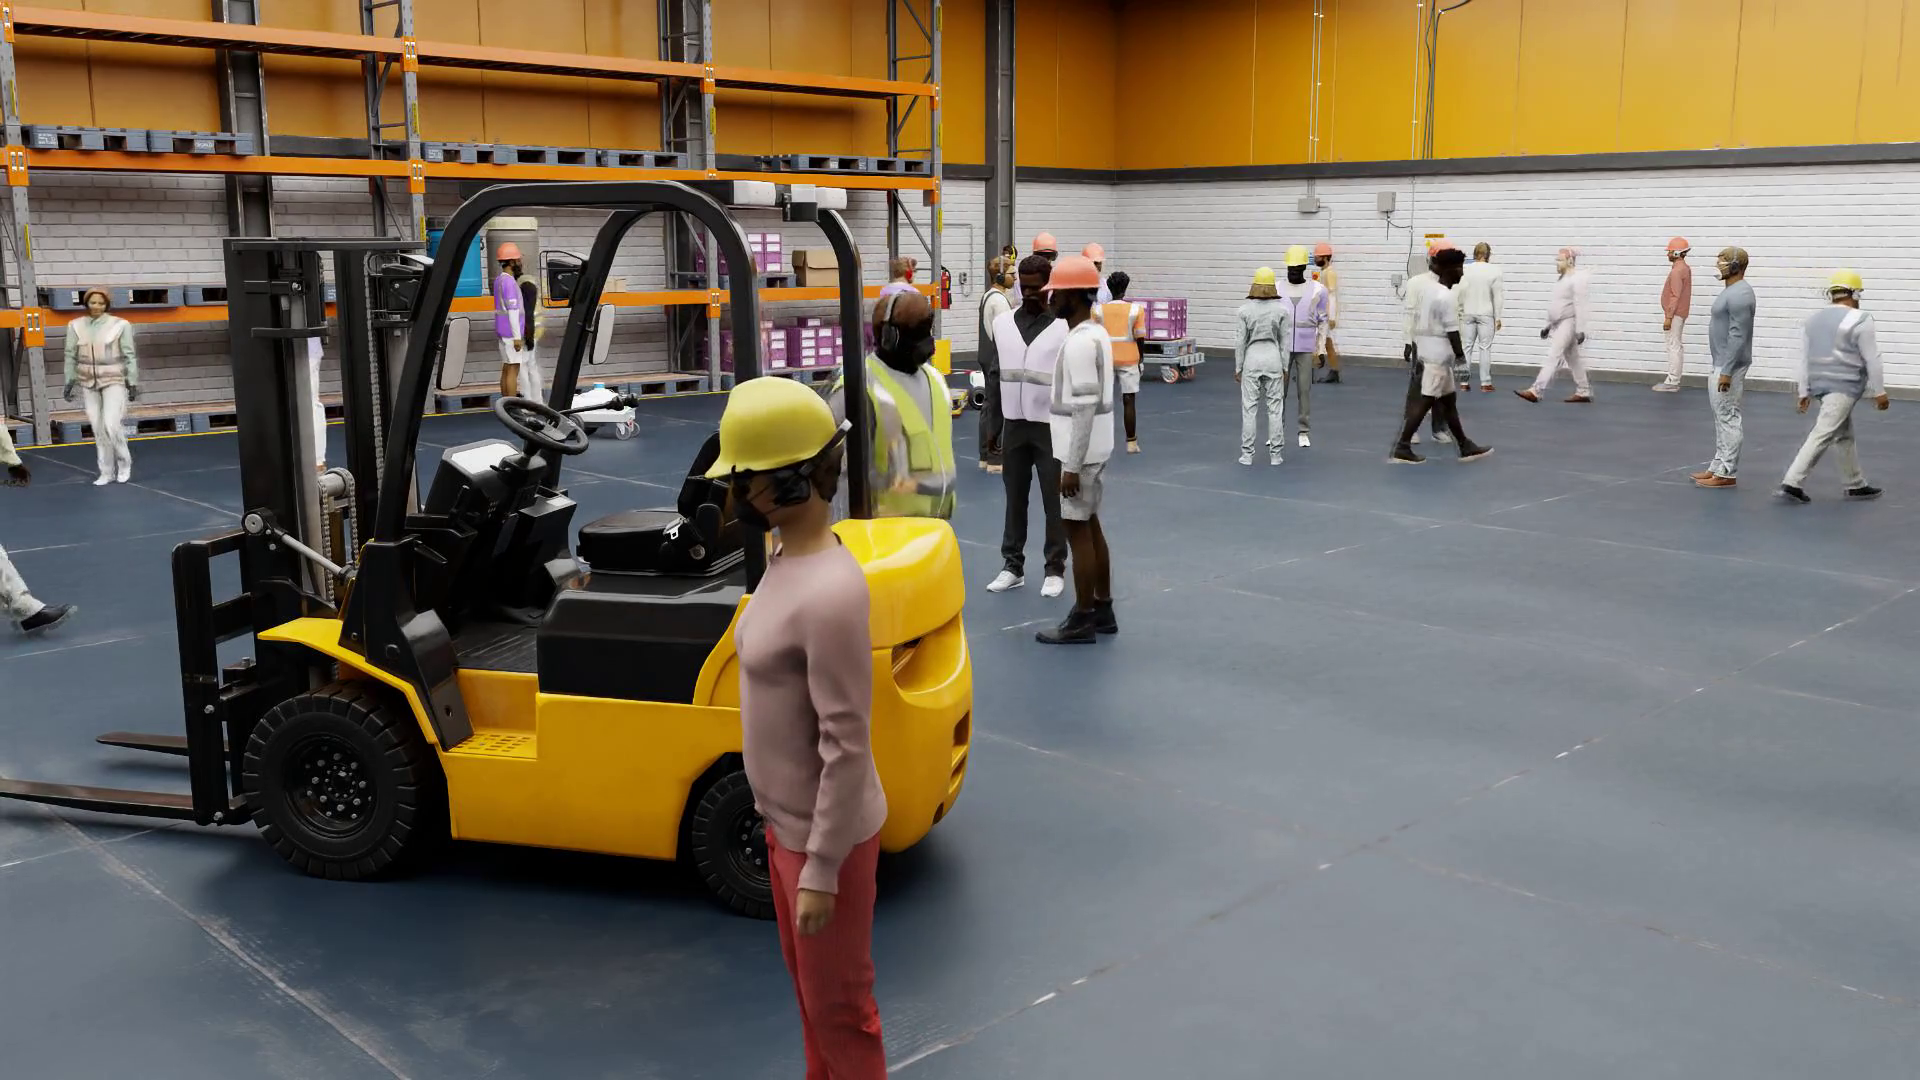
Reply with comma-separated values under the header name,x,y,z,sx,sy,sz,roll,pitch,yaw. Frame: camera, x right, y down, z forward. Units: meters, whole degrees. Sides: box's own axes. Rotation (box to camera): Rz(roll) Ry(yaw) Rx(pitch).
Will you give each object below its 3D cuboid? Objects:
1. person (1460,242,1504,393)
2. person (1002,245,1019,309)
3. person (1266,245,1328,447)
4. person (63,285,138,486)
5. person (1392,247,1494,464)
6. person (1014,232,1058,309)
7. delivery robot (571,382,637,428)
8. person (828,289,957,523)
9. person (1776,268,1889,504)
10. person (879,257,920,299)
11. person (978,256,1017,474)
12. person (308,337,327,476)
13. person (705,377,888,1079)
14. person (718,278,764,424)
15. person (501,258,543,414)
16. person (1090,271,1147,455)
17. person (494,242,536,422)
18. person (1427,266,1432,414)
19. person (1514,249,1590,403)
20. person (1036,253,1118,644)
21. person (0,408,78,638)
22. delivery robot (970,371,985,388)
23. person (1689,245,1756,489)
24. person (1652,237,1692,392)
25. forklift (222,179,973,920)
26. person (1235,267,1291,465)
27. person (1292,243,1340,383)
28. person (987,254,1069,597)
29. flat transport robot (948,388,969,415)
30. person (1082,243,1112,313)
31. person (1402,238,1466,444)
name,x,y,z,sx,sy,sz,roll,pitch,yaw
person,6.698,-2.870,21.494,0.627,1.931,0.370,7,13,35
person,0.707,-3.339,24.205,0.328,1.876,0.514,-4,11,-20
person,3.204,-1.844,15.918,0.594,1.922,0.375,3,11,16
person,-6.927,-1.236,13.425,0.529,1.622,0.394,0,10,2
person,4.295,-1.618,14.705,0.967,1.913,0.610,0,10,2
person,0.843,-2.019,16.535,0.607,2.048,0.365,1,10,4
delivery robot,-3.591,-1.330,16.593,0.707,0.478,0.477,1,10,8
person,-0.270,-0.040,6.347,0.592,1.825,0.634,8,13,36
person,6.613,-1.153,12.568,0.977,1.779,0.591,-2,11,-10
person,-0.697,-1.958,16.857,0.740,1.811,0.611,-9,13,-39
person,0.322,-1.483,14.165,0.325,1.843,0.517,-2,11,-13
person,-5.555,-1.498,13.991,0.371,1.939,0.629,-2,11,-11
person,-0.313,0.562,3.250,0.327,1.761,0.522,-3,11,-15
person,-2.173,-2.039,17.543,0.839,1.719,0.541,2,11,11
person,-4.914,-2.283,18.644,0.624,1.808,0.706,-7,13,-34
person,1.457,-1.630,15.383,0.533,1.693,0.319,2,11,12
person,-4.867,-2.253,18.103,0.356,1.941,0.546,-5,12,-27
person,5.398,-2.363,18.962,0.429,1.846,0.633,-4,11,-22
person,7.217,-2.570,20.054,0.981,1.851,0.673,0,10,1
person,0.570,-0.443,8.253,0.375,1.936,0.550,2,11,13
person,-4.988,-0.382,8.339,0.967,1.777,0.591,-1,10,-3
delivery robot,0.478,-1.851,19.435,0.707,0.478,0.477,1,10,3
person,6.137,-1.376,13.326,0.372,1.940,0.631,3,11,18
person,9.286,-2.926,21.627,0.377,1.995,0.612,6,12,32
forklift,-1.114,-0.058,5.440,2.313,2.155,1.214,2,11,13
person,2.669,-1.531,14.705,0.484,1.744,0.296,1,10,6
person,4.852,-3.074,22.676,0.820,1.907,0.561,0,10,2
person,0.429,-0.641,9.394,0.591,1.912,0.393,5,11,25
flat transport robot,-0.274,-1.598,19.087,0.652,0.197,1.431,1,10,6
person,1.329,-2.030,16.892,0.543,1.939,0.370,-5,12,-26
person,4.607,-1.921,16.148,0.623,1.989,0.400,-1,10,-7
